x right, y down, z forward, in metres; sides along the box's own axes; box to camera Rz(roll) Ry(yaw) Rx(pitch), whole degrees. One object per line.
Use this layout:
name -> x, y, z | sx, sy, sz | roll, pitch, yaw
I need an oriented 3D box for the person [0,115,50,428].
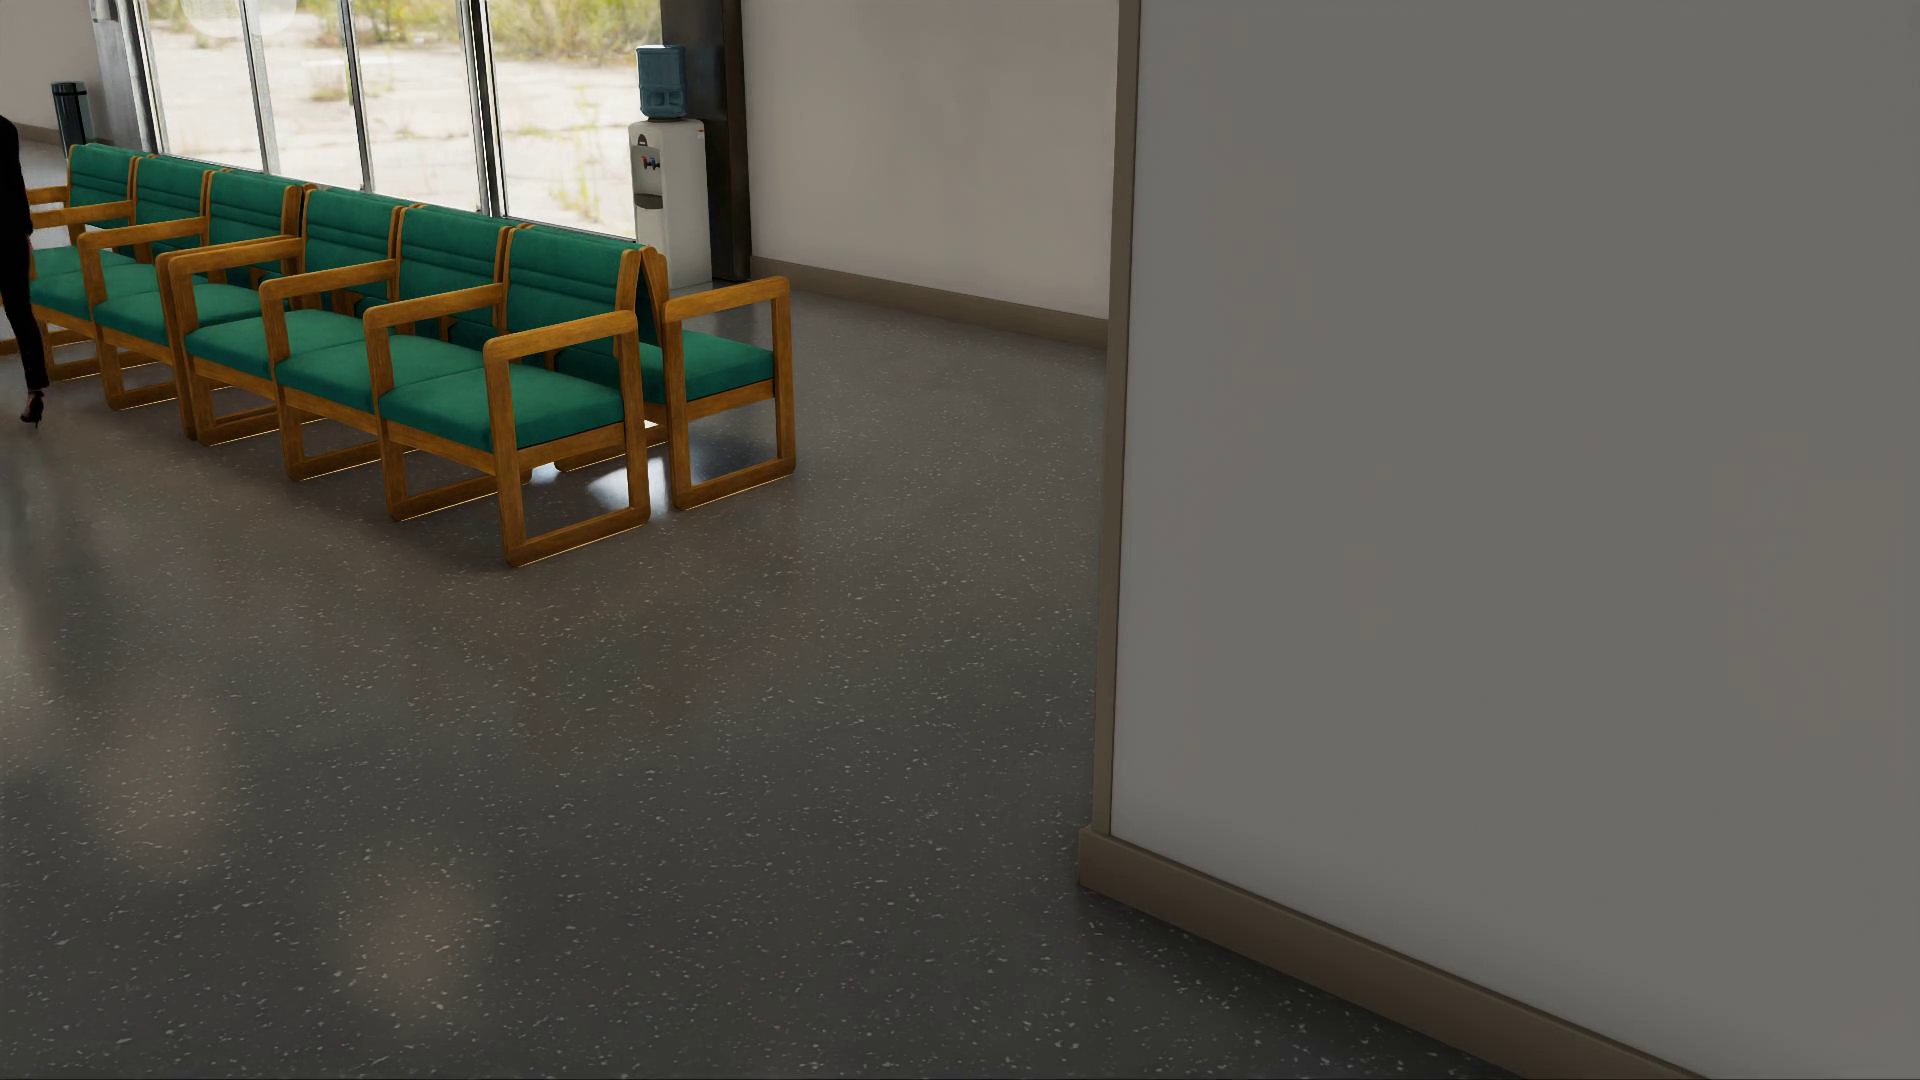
person -> -4.383, -1.318, 7.574 | 0.679, 1.666, 0.912 | 17, 26, 37
